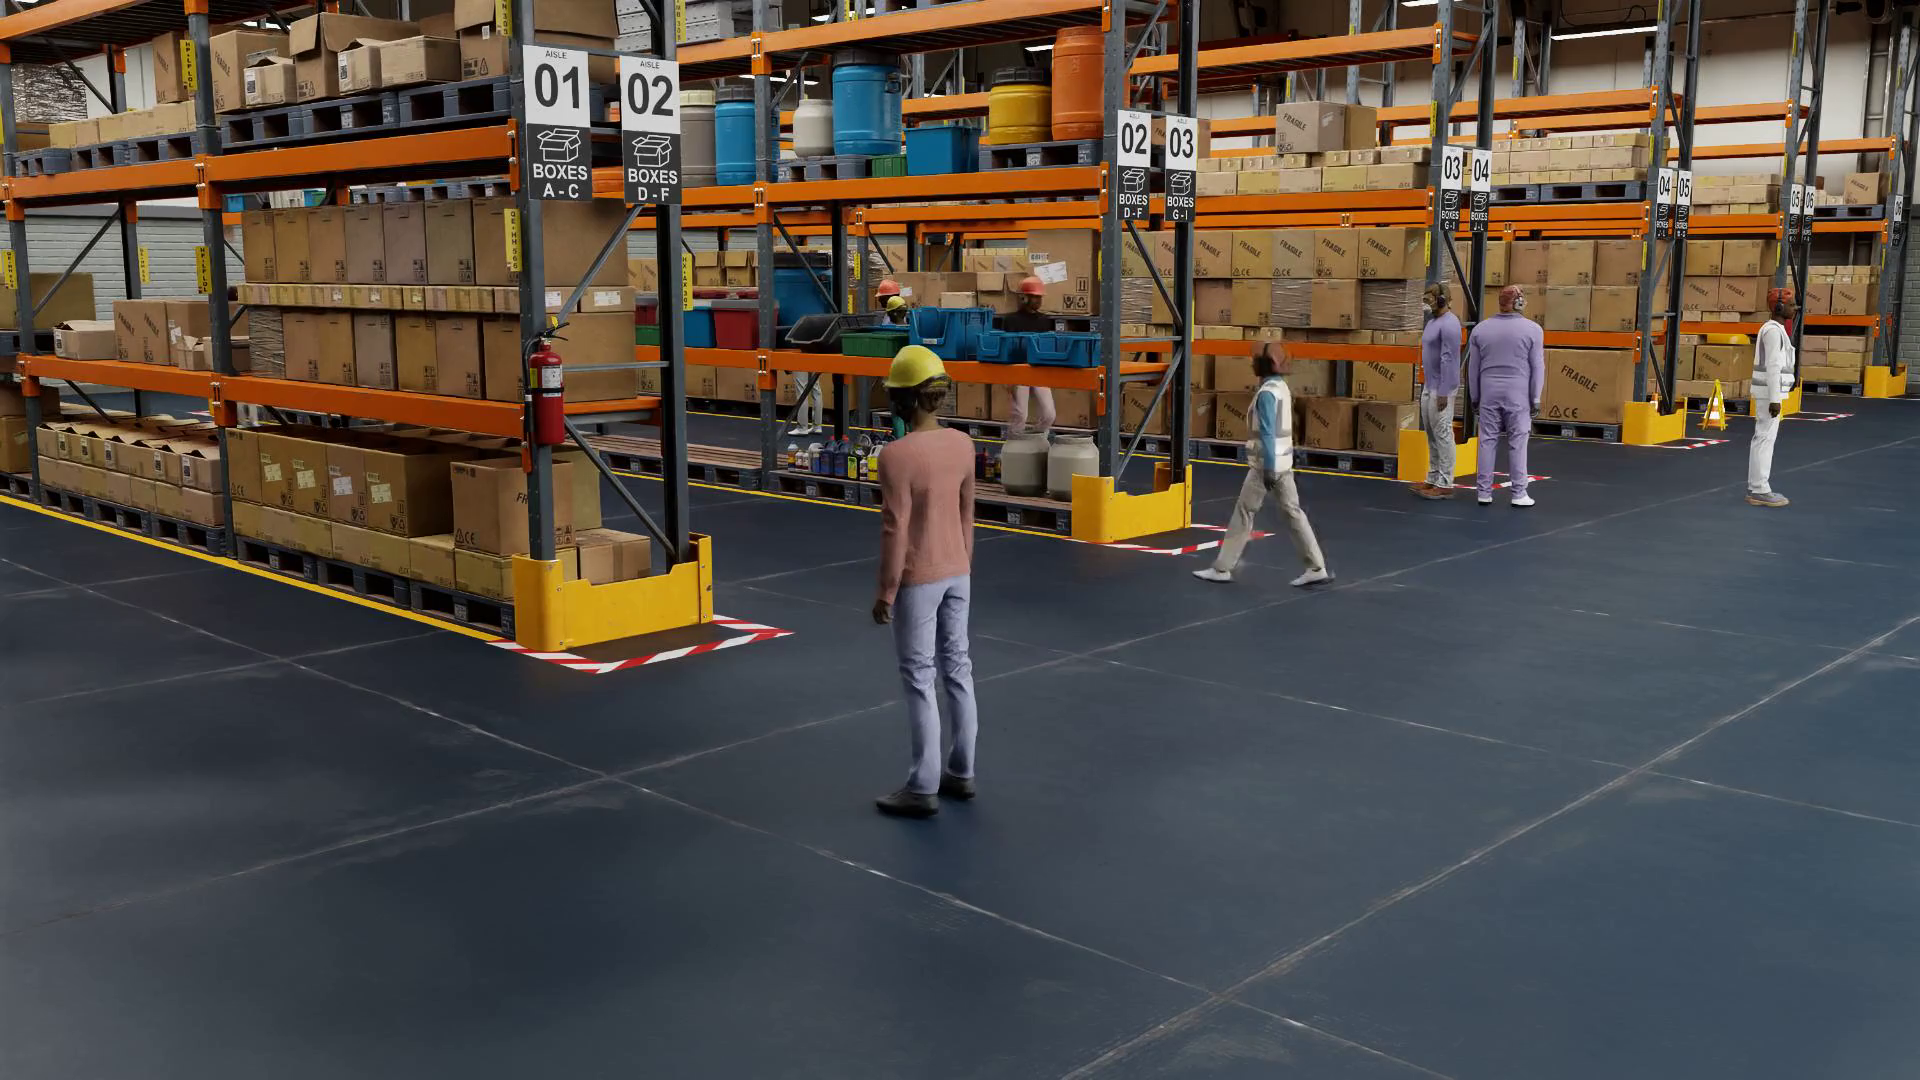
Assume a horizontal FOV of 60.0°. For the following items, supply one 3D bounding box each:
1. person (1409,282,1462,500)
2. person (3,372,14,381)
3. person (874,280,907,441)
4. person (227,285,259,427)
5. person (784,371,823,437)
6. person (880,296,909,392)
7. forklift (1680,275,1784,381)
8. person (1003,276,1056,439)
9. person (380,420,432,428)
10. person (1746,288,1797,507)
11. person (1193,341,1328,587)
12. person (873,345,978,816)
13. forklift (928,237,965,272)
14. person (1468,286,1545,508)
[{"bbox_3d":[4.303,-1.340,14.961,0.367,1.932,0.626,0,9,0],"label":"person"},{"bbox_3d":[-11.963,-2.267,20.483,0.433,1.971,0.635,7,11,35],"label":"person"},{"bbox_3d":[-0.787,-1.999,19.004,0.383,1.930,0.540,-2,9,-12],"label":"person"},{"bbox_3d":[-8.569,-2.088,19.747,0.383,1.855,0.565,8,12,40],"label":"person"},{"bbox_3d":[-1.921,-2.242,20.490,0.378,1.922,0.585,9,13,43],"label":"person"},{"bbox_3d":[-0.652,-1.731,17.844,0.324,1.765,0.524,8,12,41],"label":"person"},{"bbox_3d":[12.480,-3.427,27.053,1.214,2.155,2.313,9,13,43],"label":"forklift"},{"bbox_3d":[0.684,-1.616,16.506,0.625,1.976,0.497,-6,11,-35],"label":"person"},{"bbox_3d":[-4.664,-1.125,13.979,0.599,1.816,0.542,-9,13,-43],"label":"person"},{"bbox_3d":[7.103,-1.251,14.539,0.356,1.883,0.572,4,10,21],"label":"person"},{"bbox_3d":[1.993,-0.486,10.739,0.881,1.590,0.532,4,10,25],"label":"person"},{"bbox_3d":[-0.145,0.151,6.303,0.330,1.765,0.532,7,12,38],"label":"person"},{"bbox_3d":[-0.326,-5.817,39.609,1.129,2.768,1.873,9,13,43],"label":"forklift"},{"bbox_3d":[4.743,-1.244,14.434,0.643,1.905,0.399,7,11,35],"label":"person"}]
